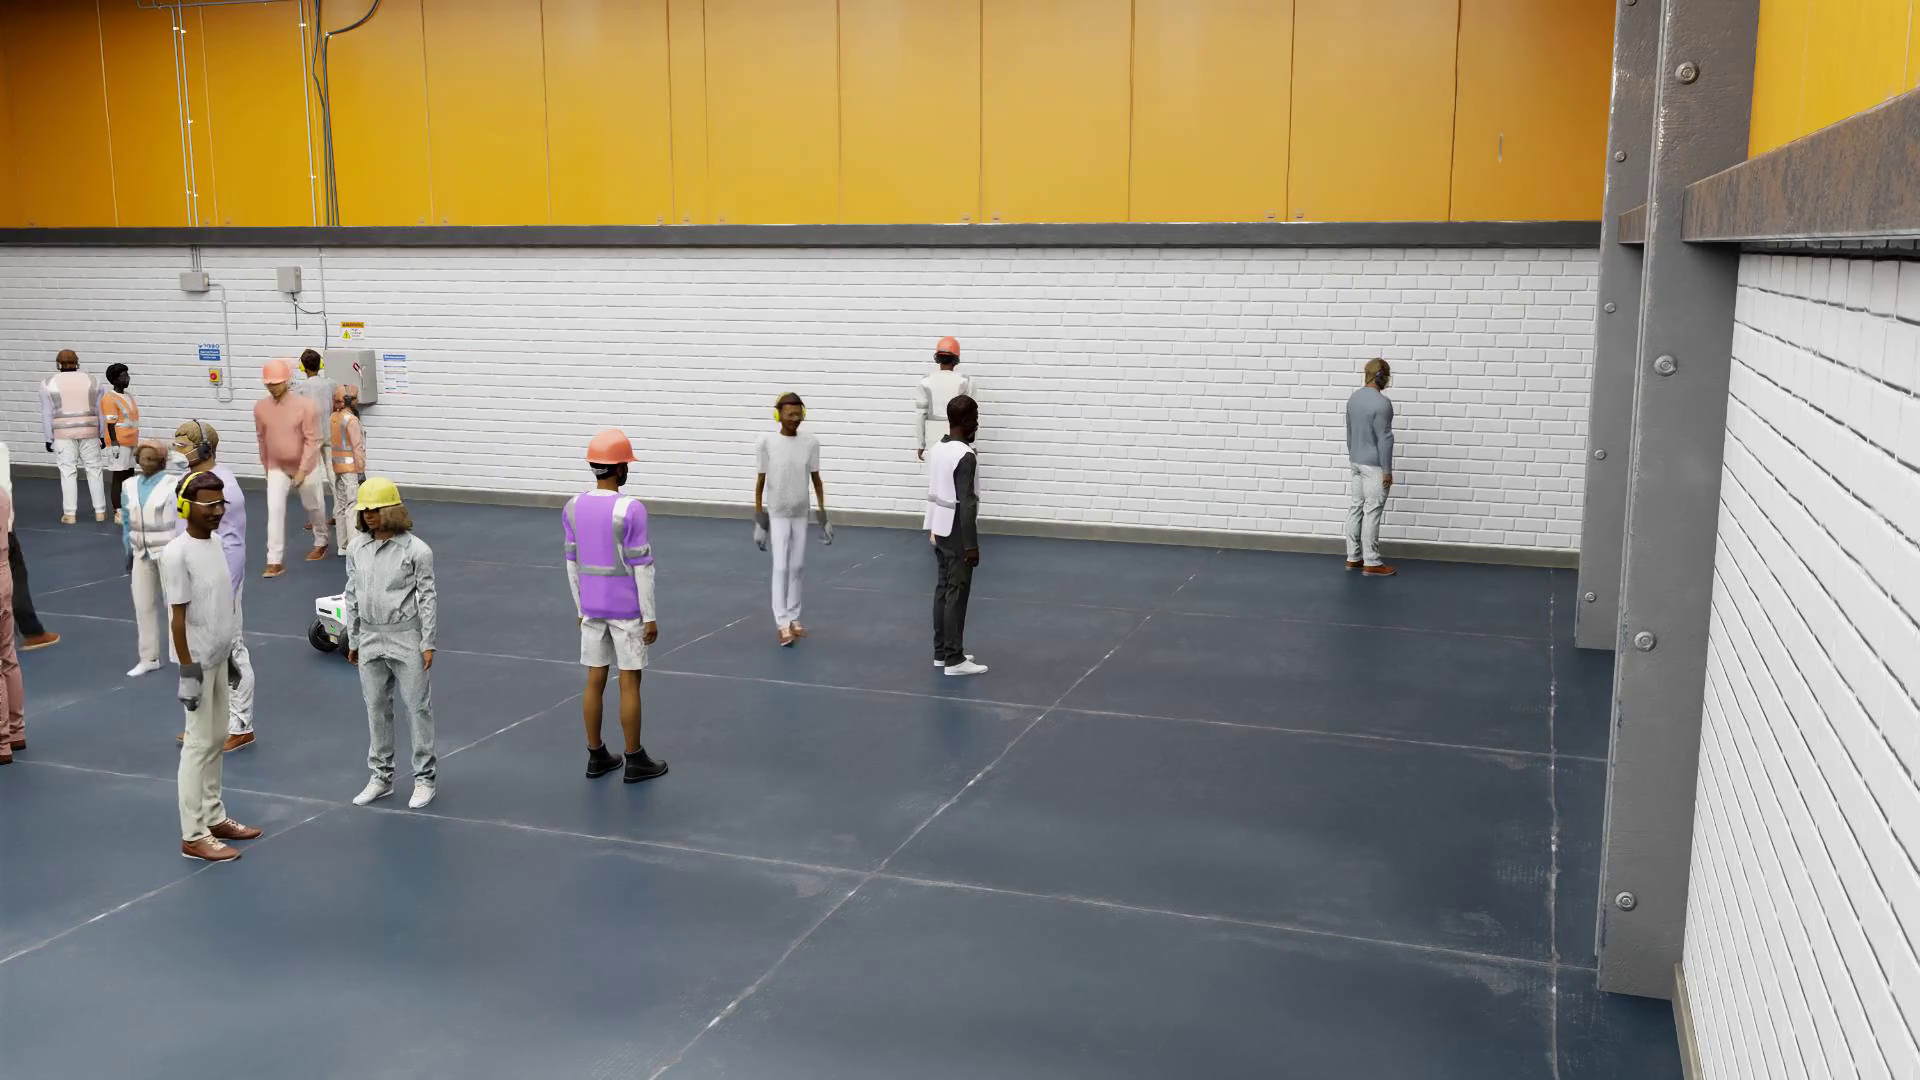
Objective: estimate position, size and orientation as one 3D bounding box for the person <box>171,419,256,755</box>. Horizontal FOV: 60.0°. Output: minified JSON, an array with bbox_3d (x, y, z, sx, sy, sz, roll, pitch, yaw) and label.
[{"bbox_3d":[-4.329,0.268,9.597,0.631,1.940,0.372,8,13,40],"label":"person"}]

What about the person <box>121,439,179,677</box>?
[{"bbox_3d":[-5.499,0.096,11.475,0.530,1.615,0.634,3,10,16],"label":"person"}]

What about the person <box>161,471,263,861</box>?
[{"bbox_3d":[-3.603,0.592,7.979,0.319,1.865,0.521,0,10,-1],"label":"person"}]

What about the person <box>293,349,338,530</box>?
[{"bbox_3d":[-6.608,-1.026,17.095,0.330,1.866,0.512,7,12,34],"label":"person"}]

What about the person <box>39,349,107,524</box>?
[{"bbox_3d":[-9.332,-1.092,17.545,0.624,1.840,0.429,-7,13,-36],"label":"person"}]

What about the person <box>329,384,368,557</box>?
[{"bbox_3d":[-5.691,-0.632,15.510,0.306,1.639,0.524,-9,14,-42],"label":"person"}]

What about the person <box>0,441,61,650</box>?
[{"bbox_3d":[-6.917,-0.119,11.748,0.632,1.958,0.926,3,10,14],"label":"person"}]

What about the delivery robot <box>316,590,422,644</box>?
[{"bbox_3d":[-4.251,0.486,12.001,0.477,0.478,0.707,8,13,40],"label":"delivery robot"}]

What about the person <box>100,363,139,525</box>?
[{"bbox_3d":[-8.779,-1.005,17.452,0.318,1.696,0.537,0,10,-3],"label":"person"}]

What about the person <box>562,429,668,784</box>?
[{"bbox_3d":[-1.880,0.362,9.071,0.544,1.939,0.354,5,11,25],"label":"person"}]

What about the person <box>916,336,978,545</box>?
[{"bbox_3d":[-0.126,-0.967,16.258,0.609,2.043,0.397,1,10,7],"label":"person"}]

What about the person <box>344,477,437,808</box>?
[{"bbox_3d":[-2.963,0.536,8.641,0.492,1.742,0.318,2,10,11],"label":"person"}]

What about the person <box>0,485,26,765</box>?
[{"bbox_3d":[-5.560,0.328,9.351,0.399,1.909,0.642,-2,10,-10],"label":"person"}]

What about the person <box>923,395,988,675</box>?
[{"bbox_3d":[-0.038,-0.033,11.382,0.397,1.911,0.587,-4,11,-20],"label":"person"}]

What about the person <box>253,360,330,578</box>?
[{"bbox_3d":[-6.034,-0.684,15.031,0.587,1.930,1.088,0,10,0],"label":"person"}]

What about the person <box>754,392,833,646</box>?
[{"bbox_3d":[-1.231,-0.168,12.310,0.571,1.866,0.475,-5,11,-25],"label":"person"}]

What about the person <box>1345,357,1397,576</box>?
[{"bbox_3d":[3.653,-0.651,14.778,0.373,1.938,0.630,-3,11,-18],"label":"person"}]
